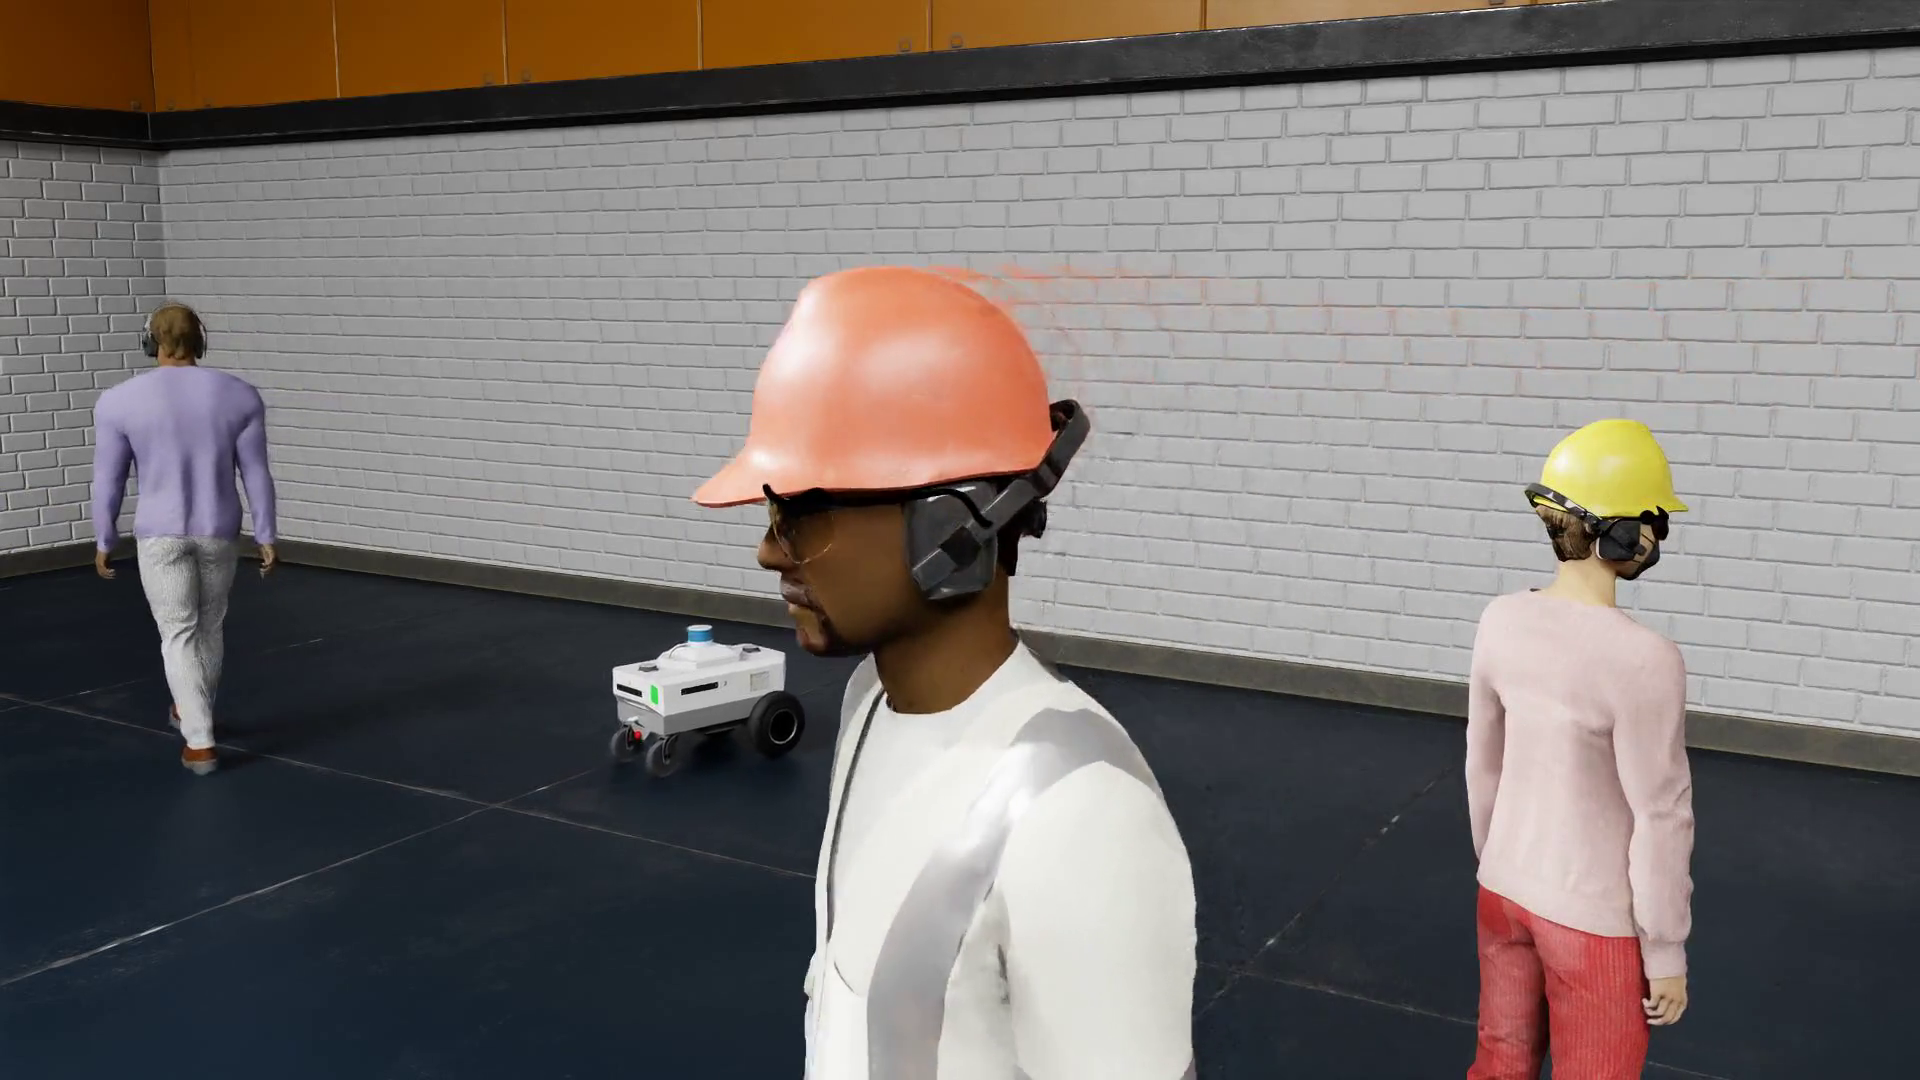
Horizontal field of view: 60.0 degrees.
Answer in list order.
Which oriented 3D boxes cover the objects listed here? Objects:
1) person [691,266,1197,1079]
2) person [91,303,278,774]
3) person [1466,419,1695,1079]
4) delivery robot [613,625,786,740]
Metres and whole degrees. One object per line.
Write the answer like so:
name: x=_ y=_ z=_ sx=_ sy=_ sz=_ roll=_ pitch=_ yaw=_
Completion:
person: x=-0.047 y=0.769 z=1.578 sx=0.617 sy=2.022 sz=0.609 roll=-2 pitch=9 yaw=-11
person: x=-3.237 y=-0.021 z=6.907 sx=0.663 sy=1.894 sz=0.821 roll=-7 pitch=11 yaw=-36
person: x=1.122 y=0.665 z=3.025 sx=0.314 sy=1.769 sz=0.524 roll=-3 pitch=10 yaw=-20
delivery robot: x=-1.078 y=0.597 z=6.914 sx=0.707 sy=0.478 sz=0.477 roll=-8 pitch=12 yaw=-43
